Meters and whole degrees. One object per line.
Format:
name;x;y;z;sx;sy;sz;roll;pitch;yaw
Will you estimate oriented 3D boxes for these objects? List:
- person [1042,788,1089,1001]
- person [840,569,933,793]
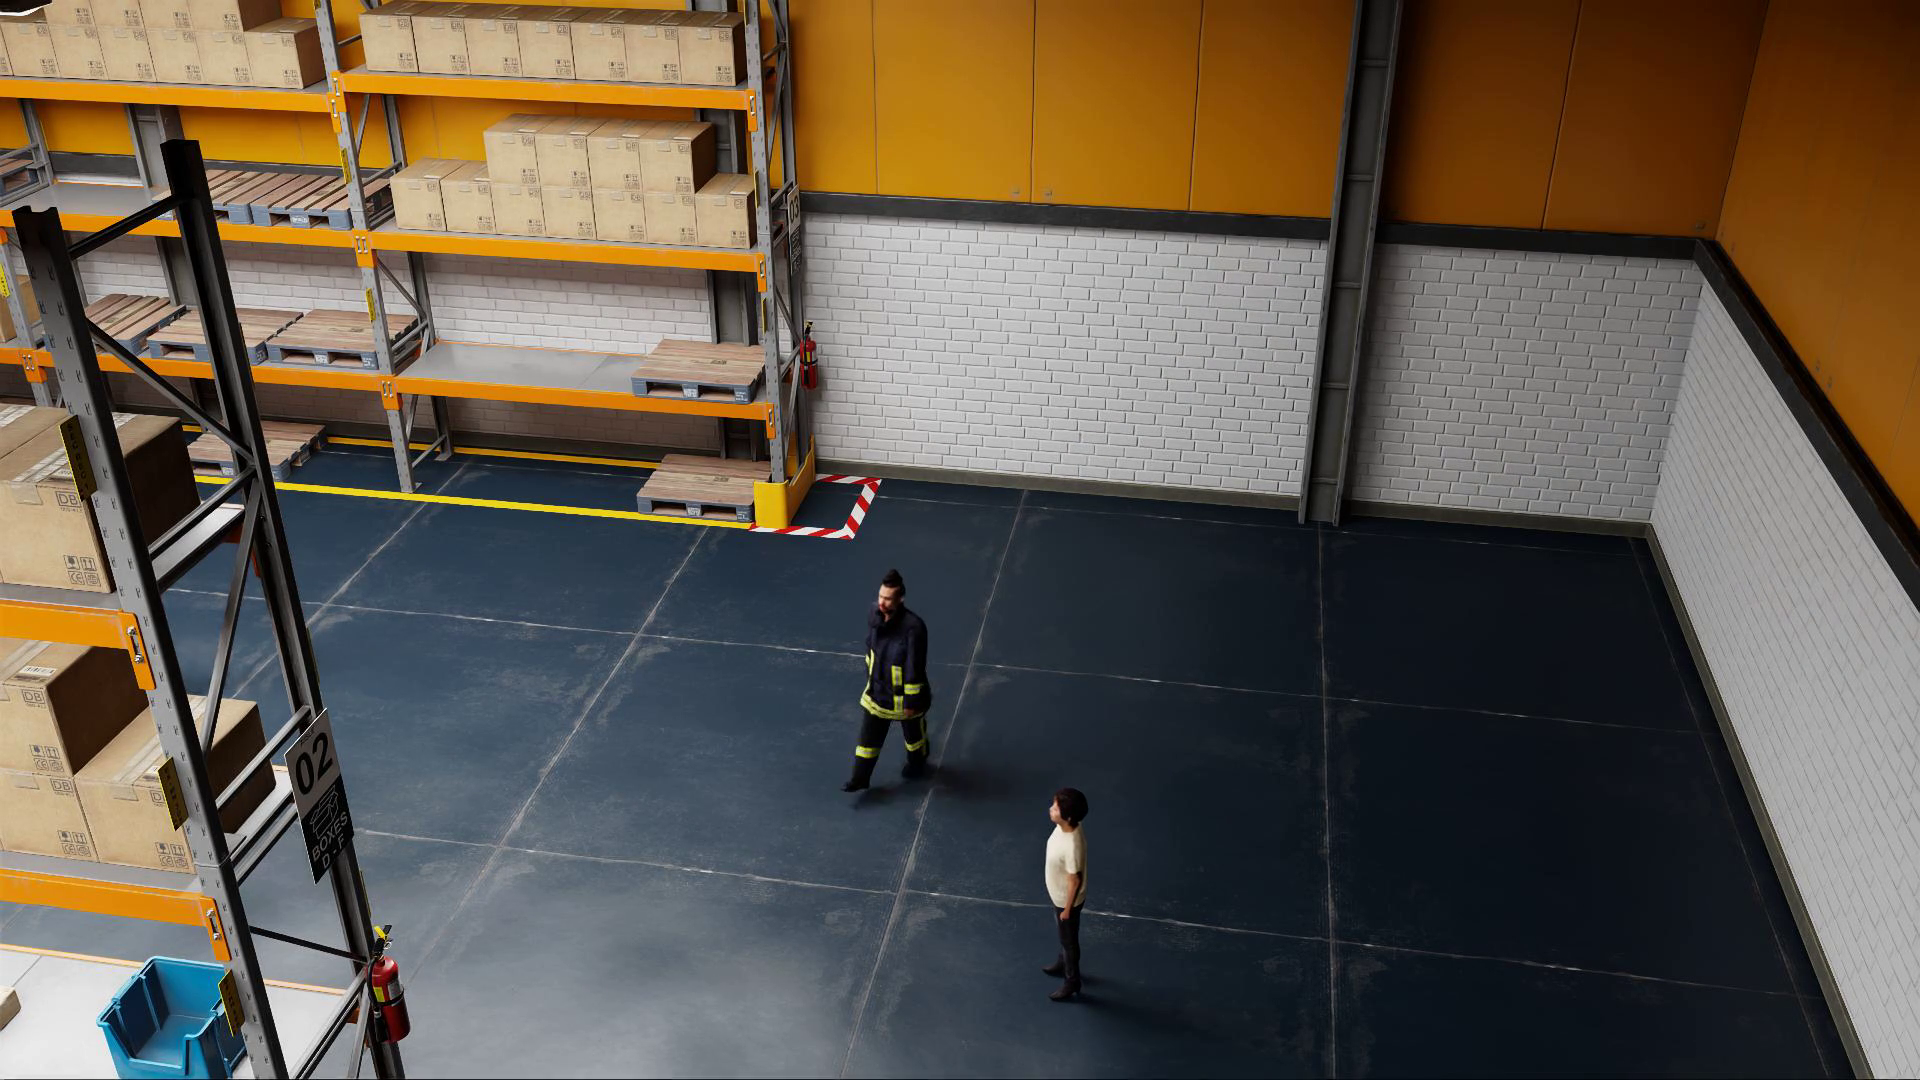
person;0.678;2.236;10.578;0.551;1.587;0.632;-1;29;-2
person;-0.423;1.025;12.545;1.155;1.829;1.118;19;34;31
